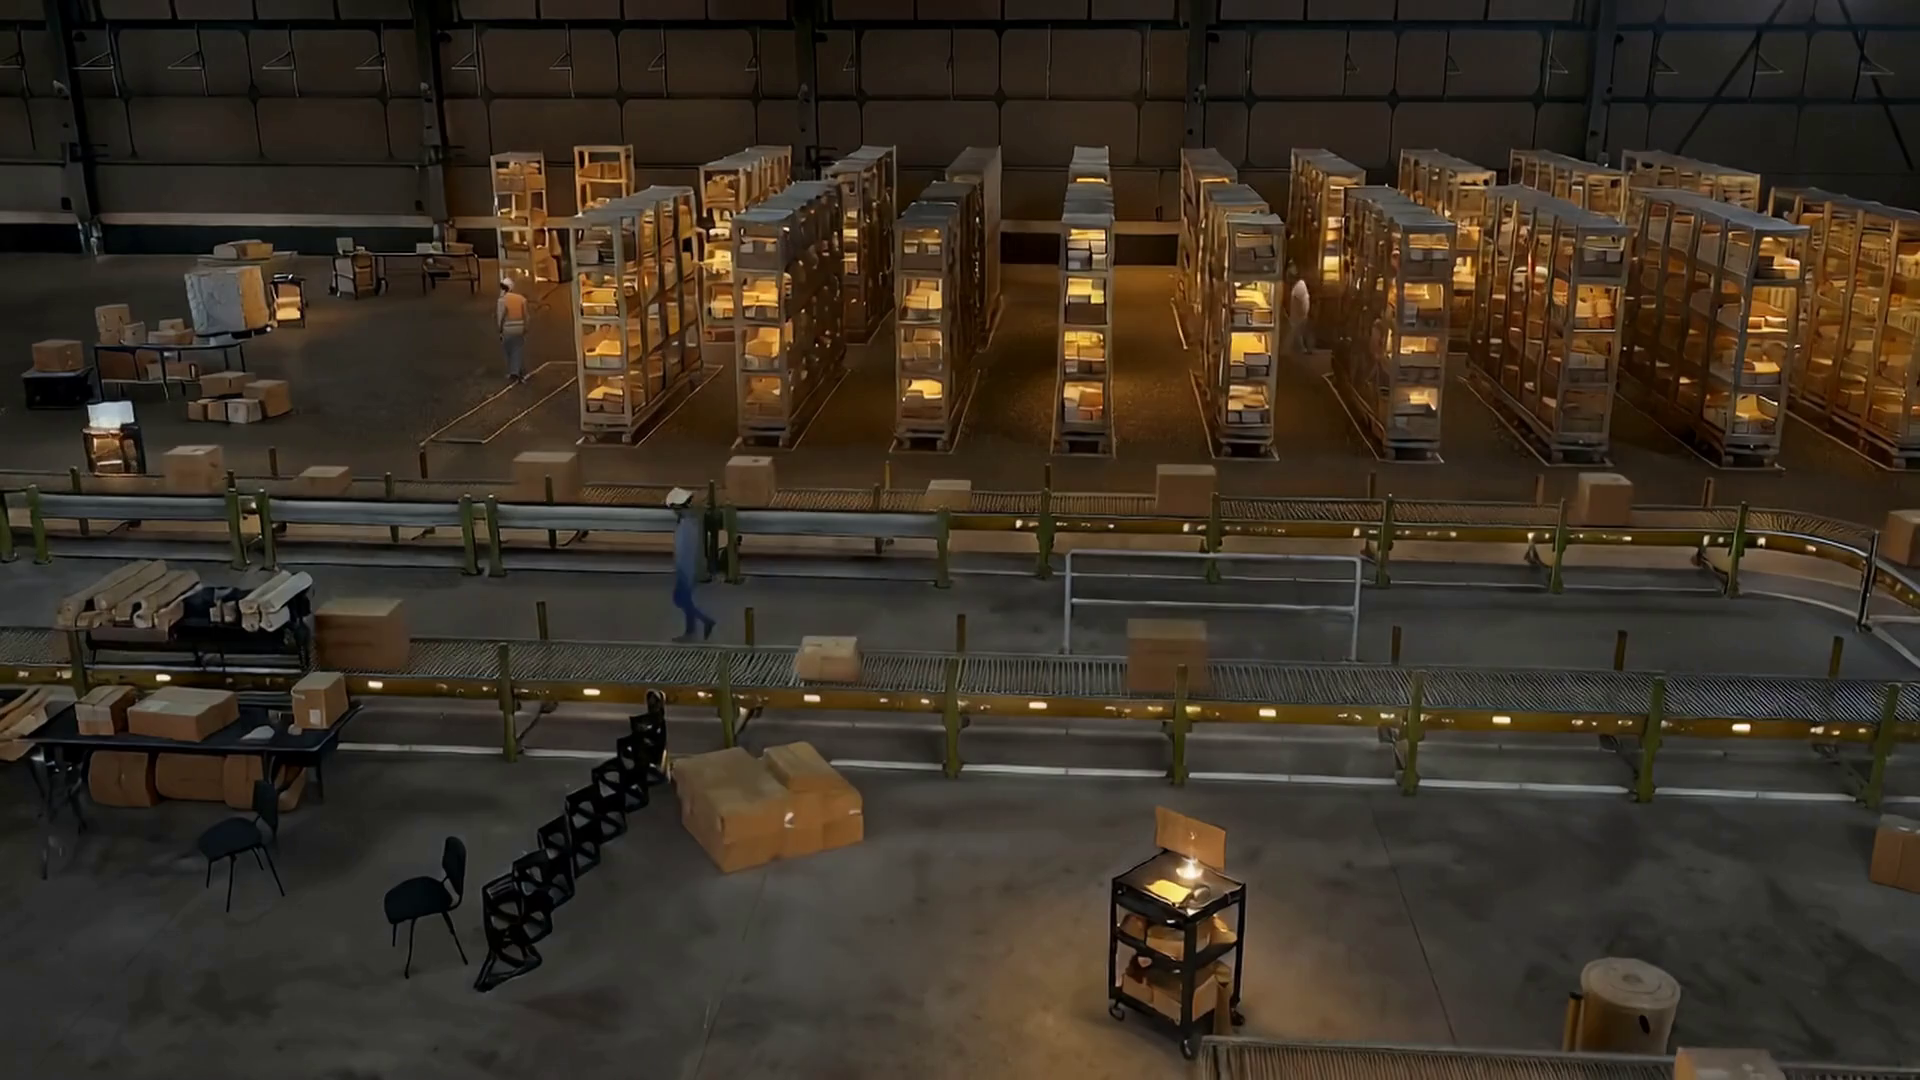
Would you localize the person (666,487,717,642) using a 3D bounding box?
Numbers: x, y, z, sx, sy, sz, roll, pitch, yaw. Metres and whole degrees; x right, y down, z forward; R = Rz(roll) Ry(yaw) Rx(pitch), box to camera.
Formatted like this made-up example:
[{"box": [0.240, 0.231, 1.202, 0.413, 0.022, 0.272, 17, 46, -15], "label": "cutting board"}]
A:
[{"box": [-2.911, 0.286, 17.785, 0.419, 1.750, 0.539, -3, 18, -10], "label": "person"}]

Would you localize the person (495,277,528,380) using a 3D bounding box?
[{"box": [-8.320, -3.920, 30.848, 0.652, 1.925, 0.489, -15, 23, -40], "label": "person"}]

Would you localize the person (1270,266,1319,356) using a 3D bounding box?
[{"box": [6.708, -4.530, 32.996, 0.985, 1.802, 0.564, 5, 18, 15], "label": "person"}]

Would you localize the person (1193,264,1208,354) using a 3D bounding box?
[{"box": [4.954, -4.630, 33.286, 0.509, 1.809, 0.612, -1, 18, -4], "label": "person"}]
